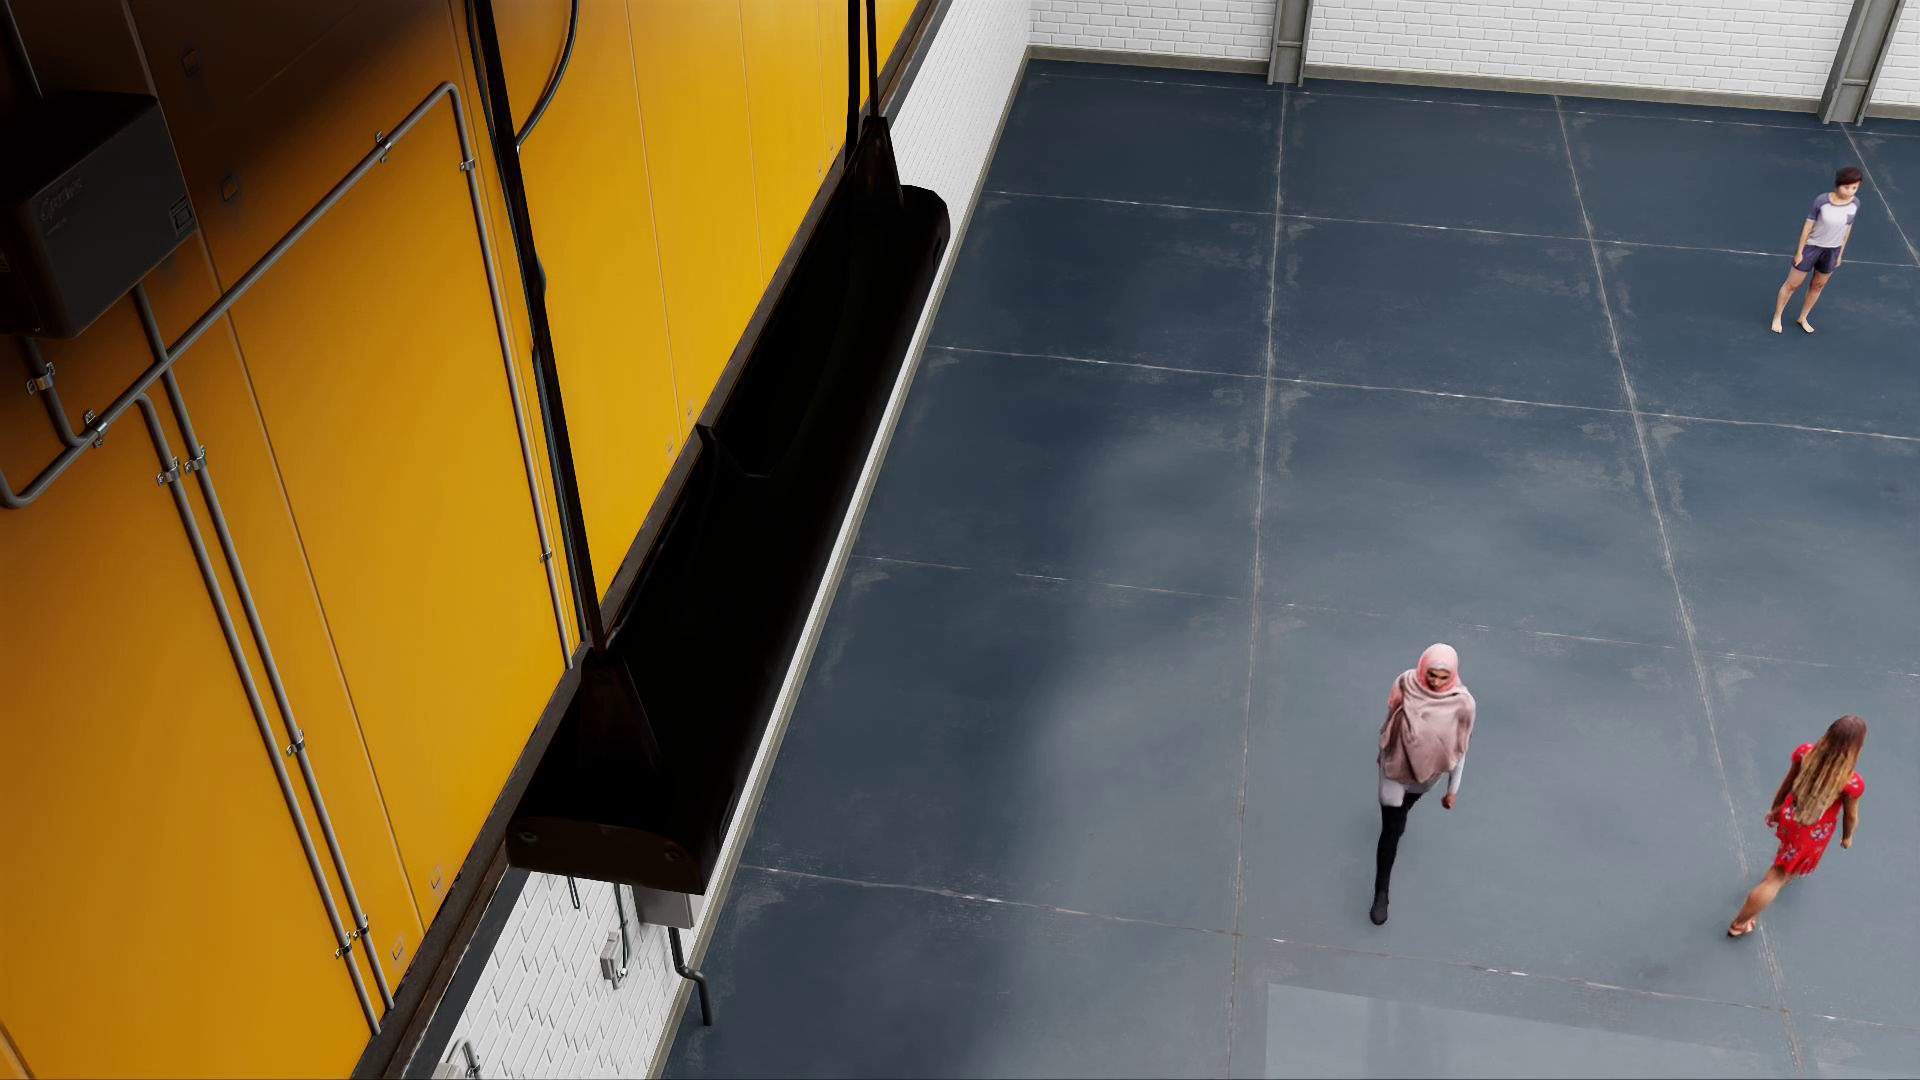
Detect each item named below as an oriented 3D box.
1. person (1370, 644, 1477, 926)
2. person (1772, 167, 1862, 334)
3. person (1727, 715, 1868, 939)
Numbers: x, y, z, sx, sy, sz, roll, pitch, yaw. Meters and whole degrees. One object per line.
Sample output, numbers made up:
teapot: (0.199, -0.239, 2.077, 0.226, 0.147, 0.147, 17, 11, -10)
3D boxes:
person: (2.602, 1.241, 9.483, 1.229, 1.746, 0.855, 12, 40, 15)
person: (7.420, -2.517, 14.332, 0.496, 1.567, 0.648, 1, 39, 2)
person: (4.586, 1.622, 9.158, 1.087, 1.558, 0.967, -19, 42, -22)
